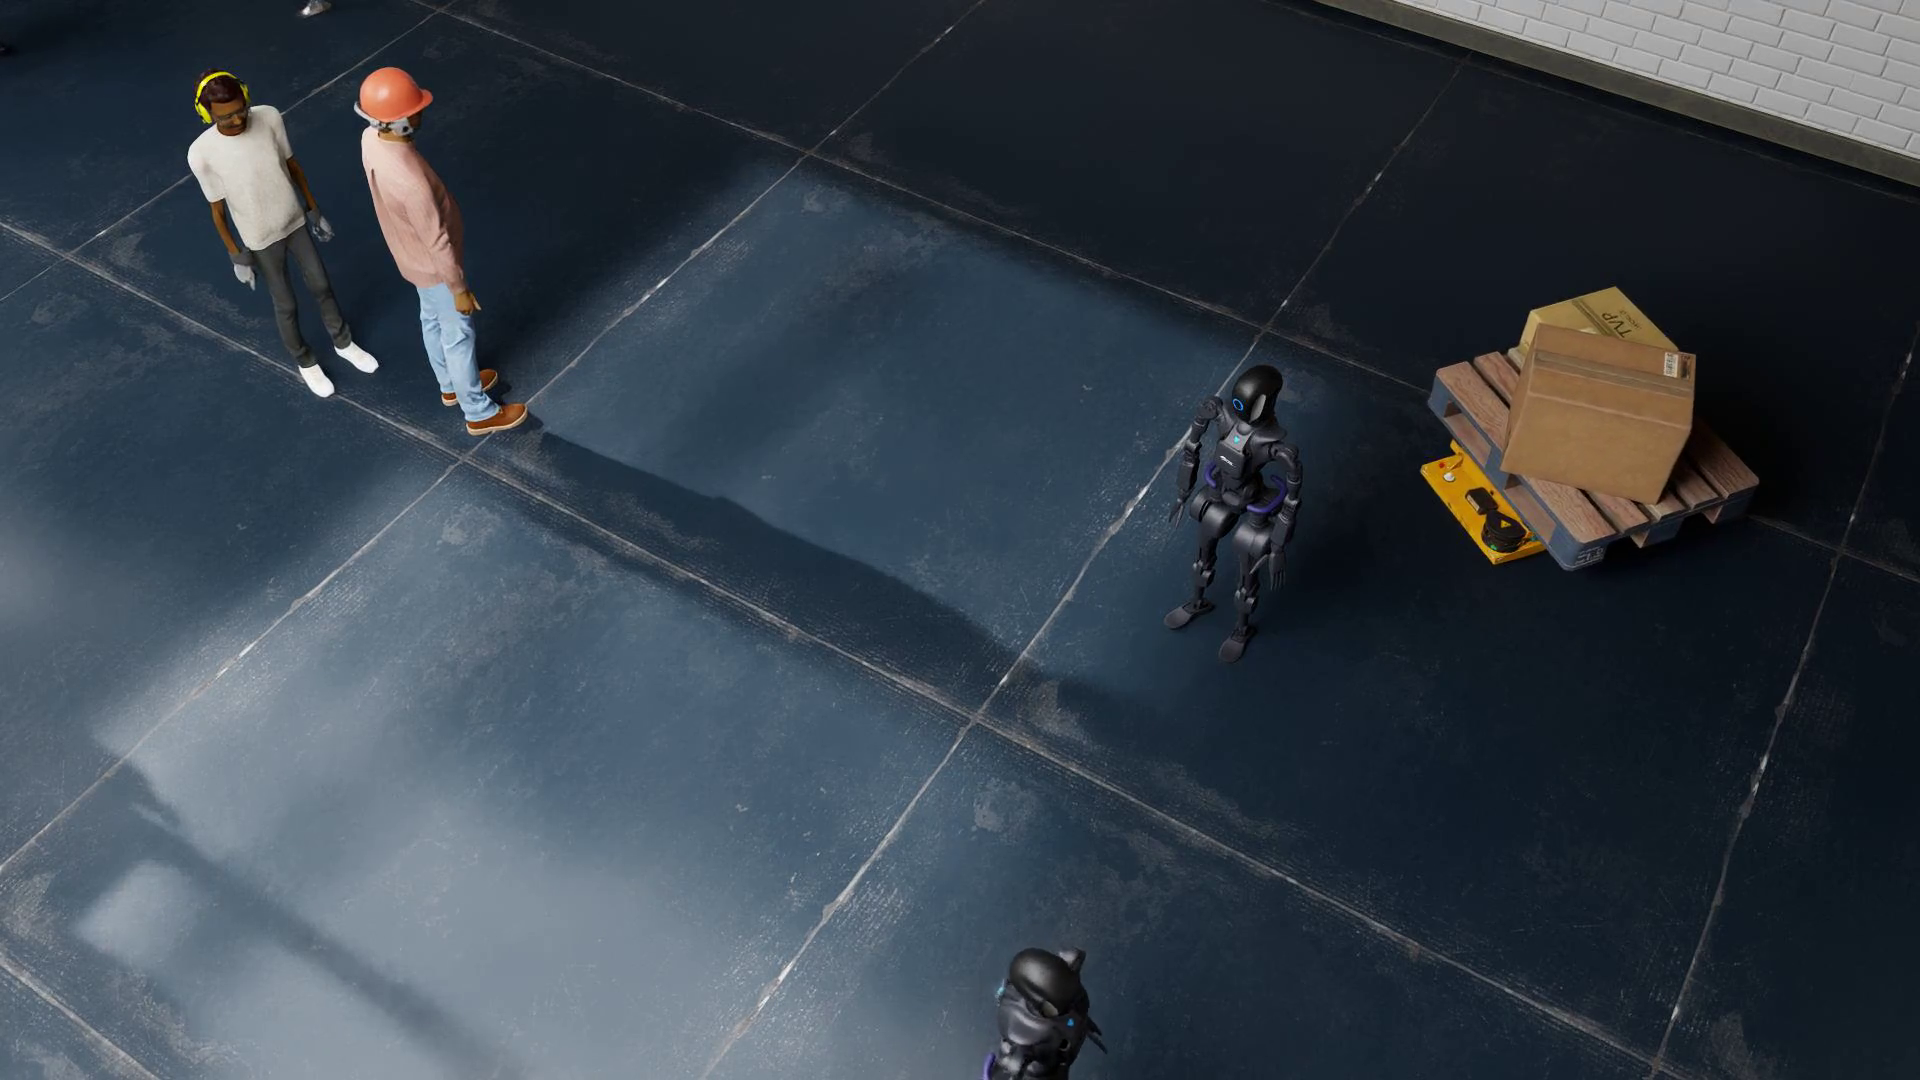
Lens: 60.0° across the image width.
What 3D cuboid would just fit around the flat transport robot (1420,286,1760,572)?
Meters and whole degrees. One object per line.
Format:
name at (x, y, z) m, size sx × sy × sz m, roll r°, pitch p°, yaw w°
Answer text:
flat transport robot at (3.050, -0.349, 8.121) m, size 1.431 × 0.231 × 0.659 m, roll -17°, pitch 51°, yaw -14°

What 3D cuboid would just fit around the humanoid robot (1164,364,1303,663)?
humanoid robot at (1.160, -0.104, 6.962) m, size 0.599 × 1.657 × 0.315 m, roll 35°, pitch 57°, yaw 27°

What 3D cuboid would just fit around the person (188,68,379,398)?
person at (-3.297, -1.474, 8.054) m, size 0.349 × 1.856 × 0.520 m, roll 31°, pitch 56°, yaw 24°

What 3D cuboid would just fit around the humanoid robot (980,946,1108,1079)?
humanoid robot at (0.281, 1.731, 5.370) m, size 0.354 × 1.653 × 0.606 m, roll 20°, pitch 52°, yaw 17°

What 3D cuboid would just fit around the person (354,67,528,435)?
person at (-2.470, -1.331, 7.835) m, size 0.385 × 1.992 × 0.620 m, roll -29°, pitch 55°, yaw -23°

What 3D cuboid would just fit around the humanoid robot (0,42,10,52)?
humanoid robot at (-6.455, -3.534, 10.007) m, size 0.793 × 1.614 × 0.621 m, roll -14°, pitch 50°, yaw -12°

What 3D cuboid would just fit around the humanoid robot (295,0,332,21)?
humanoid robot at (-4.217, -4.064, 10.444) m, size 0.845 × 1.841 × 0.533 m, roll -23°, pitch 53°, yaw -19°
